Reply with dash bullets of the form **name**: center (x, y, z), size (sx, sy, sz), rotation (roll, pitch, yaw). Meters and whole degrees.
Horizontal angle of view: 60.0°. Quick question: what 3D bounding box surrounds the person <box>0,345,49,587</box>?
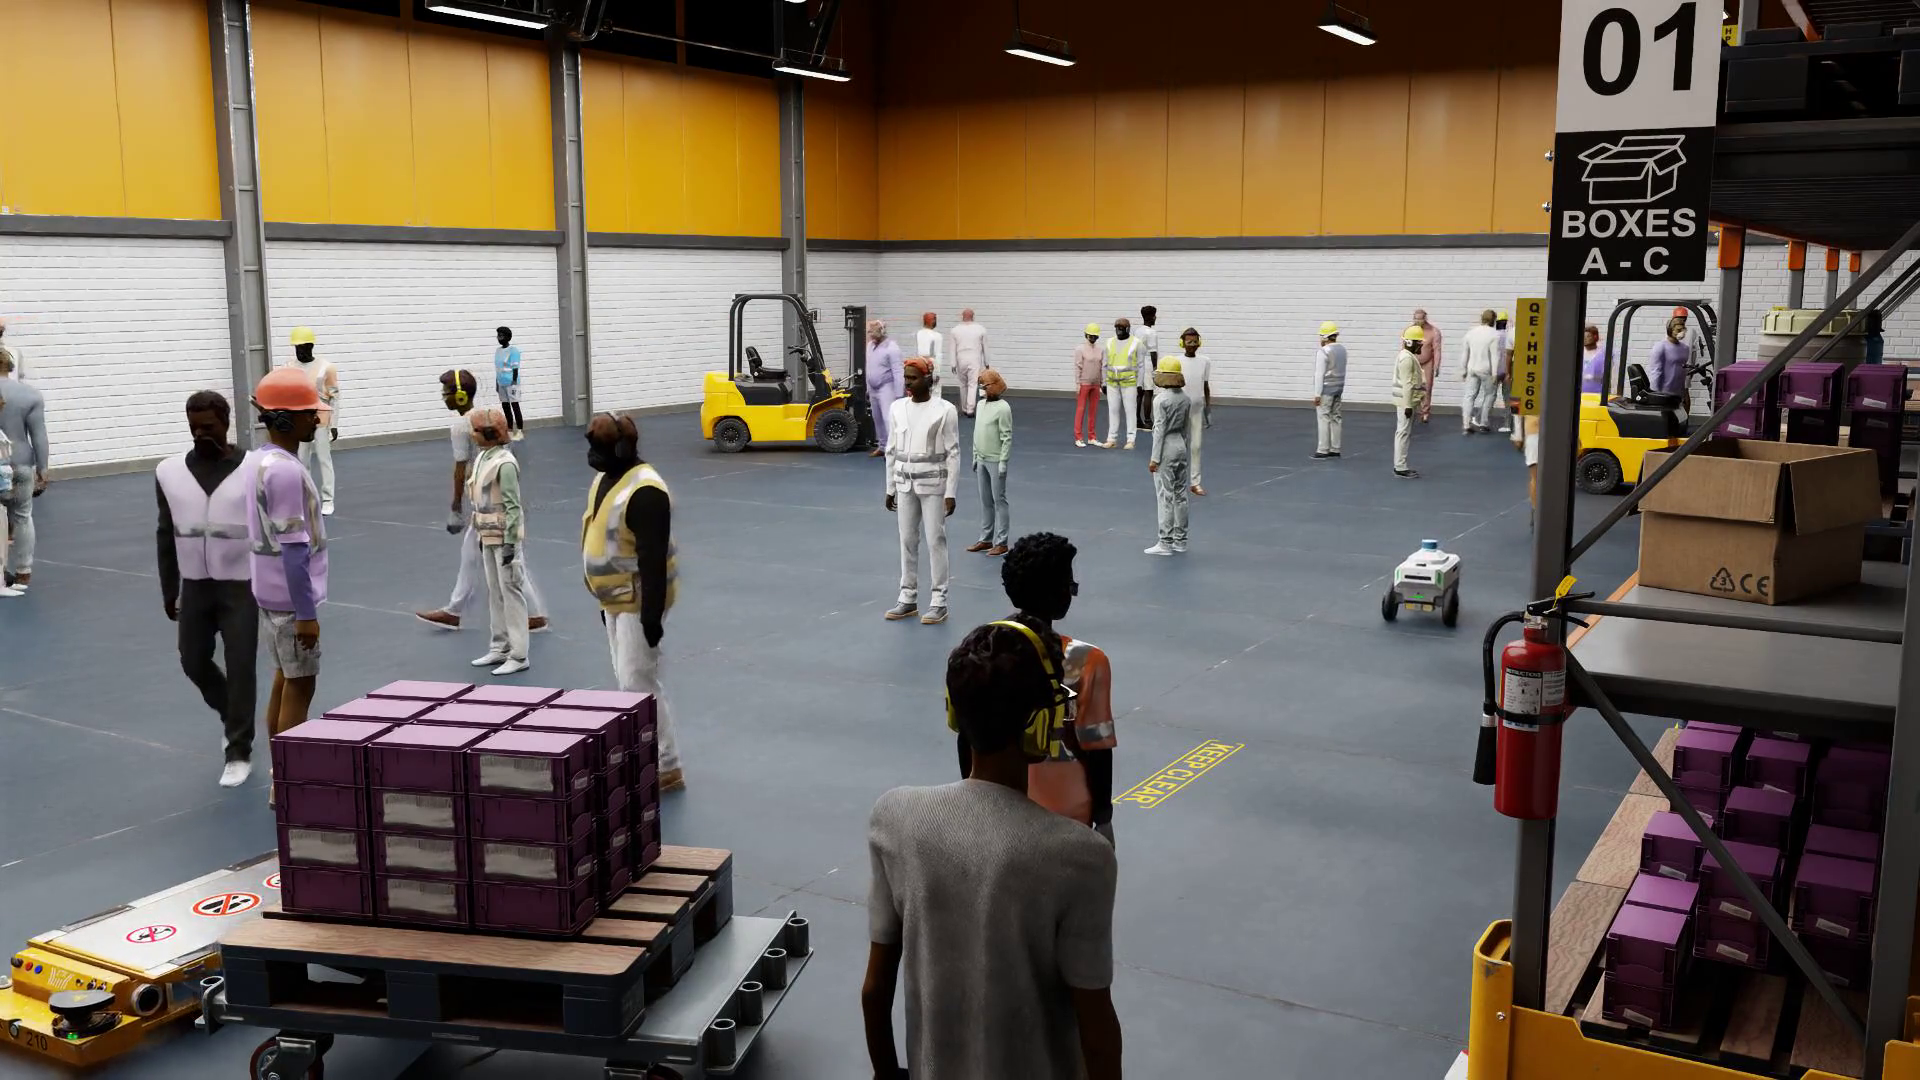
- **person**: center (-7.404, -0.553, 12.883), size (0.641, 1.915, 0.758), rotation (-5, 10, -29)

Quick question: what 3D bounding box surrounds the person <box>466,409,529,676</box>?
- **person**: center (-2.836, 0.009, 10.226), size (0.315, 1.636, 0.514), rotation (-6, 11, -34)

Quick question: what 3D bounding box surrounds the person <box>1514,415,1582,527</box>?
- **person**: center (5.574, -0.998, 15.688), size (0.557, 1.902, 0.905), rotation (-1, 9, -4)

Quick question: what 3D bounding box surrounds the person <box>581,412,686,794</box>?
- **person**: center (-1.561, 0.300, 7.894), size (0.438, 1.820, 0.638), rotation (-5, 10, -28)

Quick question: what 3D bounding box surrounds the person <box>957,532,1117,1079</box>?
- **person**: center (0.227, 0.816, 4.986), size (0.540, 1.699, 0.317), rotation (5, 11, 30)

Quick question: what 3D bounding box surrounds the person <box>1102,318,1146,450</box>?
- **person**: center (2.267, -2.182, 23.263), size (0.634, 1.841, 0.429), rotation (5, 10, 29)

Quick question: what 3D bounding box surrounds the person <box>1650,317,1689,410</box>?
- **person**: center (8.578, -1.729, 20.132), size (0.630, 1.938, 0.366), rotation (-6, 11, -32)

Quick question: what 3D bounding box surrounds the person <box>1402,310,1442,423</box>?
- **person**: center (7.522, -2.822, 27.169), size (0.674, 1.855, 0.901), rotation (4, 10, 25)

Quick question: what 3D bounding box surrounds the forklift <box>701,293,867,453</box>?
- **forklift**: center (-2.458, -2.344, 23.176), size (2.313, 2.155, 1.214), rotation (0, 9, -2)

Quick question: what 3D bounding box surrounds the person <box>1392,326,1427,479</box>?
- **person**: center (5.414, -1.661, 20.042), size (0.403, 1.828, 0.596), rotation (2, 9, 13)

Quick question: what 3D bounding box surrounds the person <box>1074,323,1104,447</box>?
- **person**: center (1.851, -2.196, 23.607), size (0.522, 1.761, 0.327), rotation (-6, 11, -34)

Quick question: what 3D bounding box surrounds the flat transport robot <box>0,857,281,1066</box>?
- **flat transport robot**: center (-2.628, 1.394, 5.825), size (0.652, 0.197, 1.431), rotation (5, 10, 28)

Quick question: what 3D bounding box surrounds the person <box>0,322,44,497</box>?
- **person**: center (-10.290, -1.406, 17.881), size (0.709, 2.018, 0.628), rotation (4, 10, 21)

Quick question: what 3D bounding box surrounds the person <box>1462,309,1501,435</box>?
- **person**: center (7.985, -2.556, 25.381), size (0.738, 1.902, 0.718), rotation (-7, 11, -36)

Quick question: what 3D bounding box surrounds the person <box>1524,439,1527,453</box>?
- **person**: center (8.007, -2.095, 22.721), size (0.633, 1.841, 0.429), rotation (4, 10, 22)

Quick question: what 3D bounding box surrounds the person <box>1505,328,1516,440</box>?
- **person**: center (8.380, -2.475, 24.468), size (0.687, 2.000, 0.535), rotation (4, 10, 22)

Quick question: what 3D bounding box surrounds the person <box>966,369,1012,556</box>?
- **person**: center (0.268, -0.678, 14.523), size (0.288, 1.633, 0.497), rotation (-6, 11, -32)

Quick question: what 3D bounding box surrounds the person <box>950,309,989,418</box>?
- **person**: center (0.167, -3.038, 28.586), size (0.643, 1.856, 1.013), rotation (2, 9, 11)

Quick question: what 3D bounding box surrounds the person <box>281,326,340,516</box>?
- **person**: center (-6.592, -1.202, 16.876), size (0.589, 1.927, 0.388), rotation (1, 9, 5)

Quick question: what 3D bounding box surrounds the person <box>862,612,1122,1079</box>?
- **person**: center (0.071, 1.054, 2.977), size (0.531, 1.869, 0.310), rotation (5, 11, 30)

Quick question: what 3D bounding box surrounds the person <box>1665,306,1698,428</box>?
- **person**: center (11.444, -2.749, 26.509), size (0.548, 1.934, 0.374), rotation (-2, 9, -10)

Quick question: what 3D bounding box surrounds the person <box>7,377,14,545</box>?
- **person**: center (-8.819, -0.940, 15.036), size (0.622, 1.990, 0.402), rotation (0, 9, -1)

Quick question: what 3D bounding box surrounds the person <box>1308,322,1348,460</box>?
- **person**: center (4.871, -1.967, 21.989), size (0.606, 1.825, 0.403), rotation (-9, 12, -43)

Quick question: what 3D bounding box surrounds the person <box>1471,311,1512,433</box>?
- **person**: center (8.362, -2.622, 25.881), size (0.608, 1.869, 0.977), rotation (-2, 9, -15)

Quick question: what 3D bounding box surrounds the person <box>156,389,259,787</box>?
- **person**: center (-3.611, 0.209, 8.150), size (0.599, 1.904, 0.699), rotation (-1, 9, -6)

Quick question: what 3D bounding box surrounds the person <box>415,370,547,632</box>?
- **person**: center (-3.266, -0.251, 11.302), size (0.925, 1.810, 0.533), rotation (0, 9, 3)

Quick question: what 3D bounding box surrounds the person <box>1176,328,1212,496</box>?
- **person**: center (2.541, -1.409, 18.376), size (0.517, 1.868, 0.339), rotation (-2, 9, -15)

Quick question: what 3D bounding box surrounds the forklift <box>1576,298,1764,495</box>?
- **forklift**: center (7.954, -1.589, 18.462), size (2.313, 2.155, 1.214), rotation (5, 11, 30)

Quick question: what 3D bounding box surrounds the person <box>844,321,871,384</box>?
- **person**: center (-1.858, -3.342, 30.384), size (0.642, 1.888, 0.480), rotation (8, 12, 40)

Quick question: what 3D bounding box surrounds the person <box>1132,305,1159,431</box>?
- **person**: center (2.914, -2.676, 25.953), size (0.367, 1.967, 0.601), rotation (-4, 10, -25)

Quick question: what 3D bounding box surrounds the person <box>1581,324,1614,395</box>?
- **person**: center (7.879, -1.775, 20.773), size (0.434, 1.830, 0.558), rotation (-8, 12, -39)

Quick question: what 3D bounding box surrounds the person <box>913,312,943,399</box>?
- **person**: center (-0.546, -2.711, 26.535), size (0.577, 1.861, 0.839), rotation (6, 11, 32)

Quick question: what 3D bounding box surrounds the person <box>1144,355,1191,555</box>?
- **person**: center (1.819, -0.741, 14.571), size (0.295, 1.743, 0.493), rotation (8, 12, 41)

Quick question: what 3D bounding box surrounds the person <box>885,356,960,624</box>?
- **person**: center (-0.277, -0.352, 11.707), size (0.587, 1.882, 0.341), rotation (6, 11, 32)

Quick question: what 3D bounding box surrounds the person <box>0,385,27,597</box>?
- **person**: center (-7.355, -0.376, 12.652), size (0.315, 1.636, 0.528), rotation (-5, 10, -27)

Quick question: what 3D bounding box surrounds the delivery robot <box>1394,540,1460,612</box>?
- **delivery robot**: center (3.333, 0.242, 11.844), size (0.477, 0.478, 0.707), rotation (5, 10, 26)

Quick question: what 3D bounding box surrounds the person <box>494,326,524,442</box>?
- **person**: center (-6.627, -2.283, 24.359), size (0.534, 1.692, 0.320), rotation (8, 12, 40)

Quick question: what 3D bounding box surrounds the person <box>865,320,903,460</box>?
- **person**: center (-0.991, -1.973, 21.939), size (0.545, 1.865, 0.802), rotation (-7, 11, -37)

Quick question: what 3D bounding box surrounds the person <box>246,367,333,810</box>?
- **person**: center (-2.968, 0.248, 7.468), size (0.378, 2.041, 0.616), rotation (-5, 11, -30)
